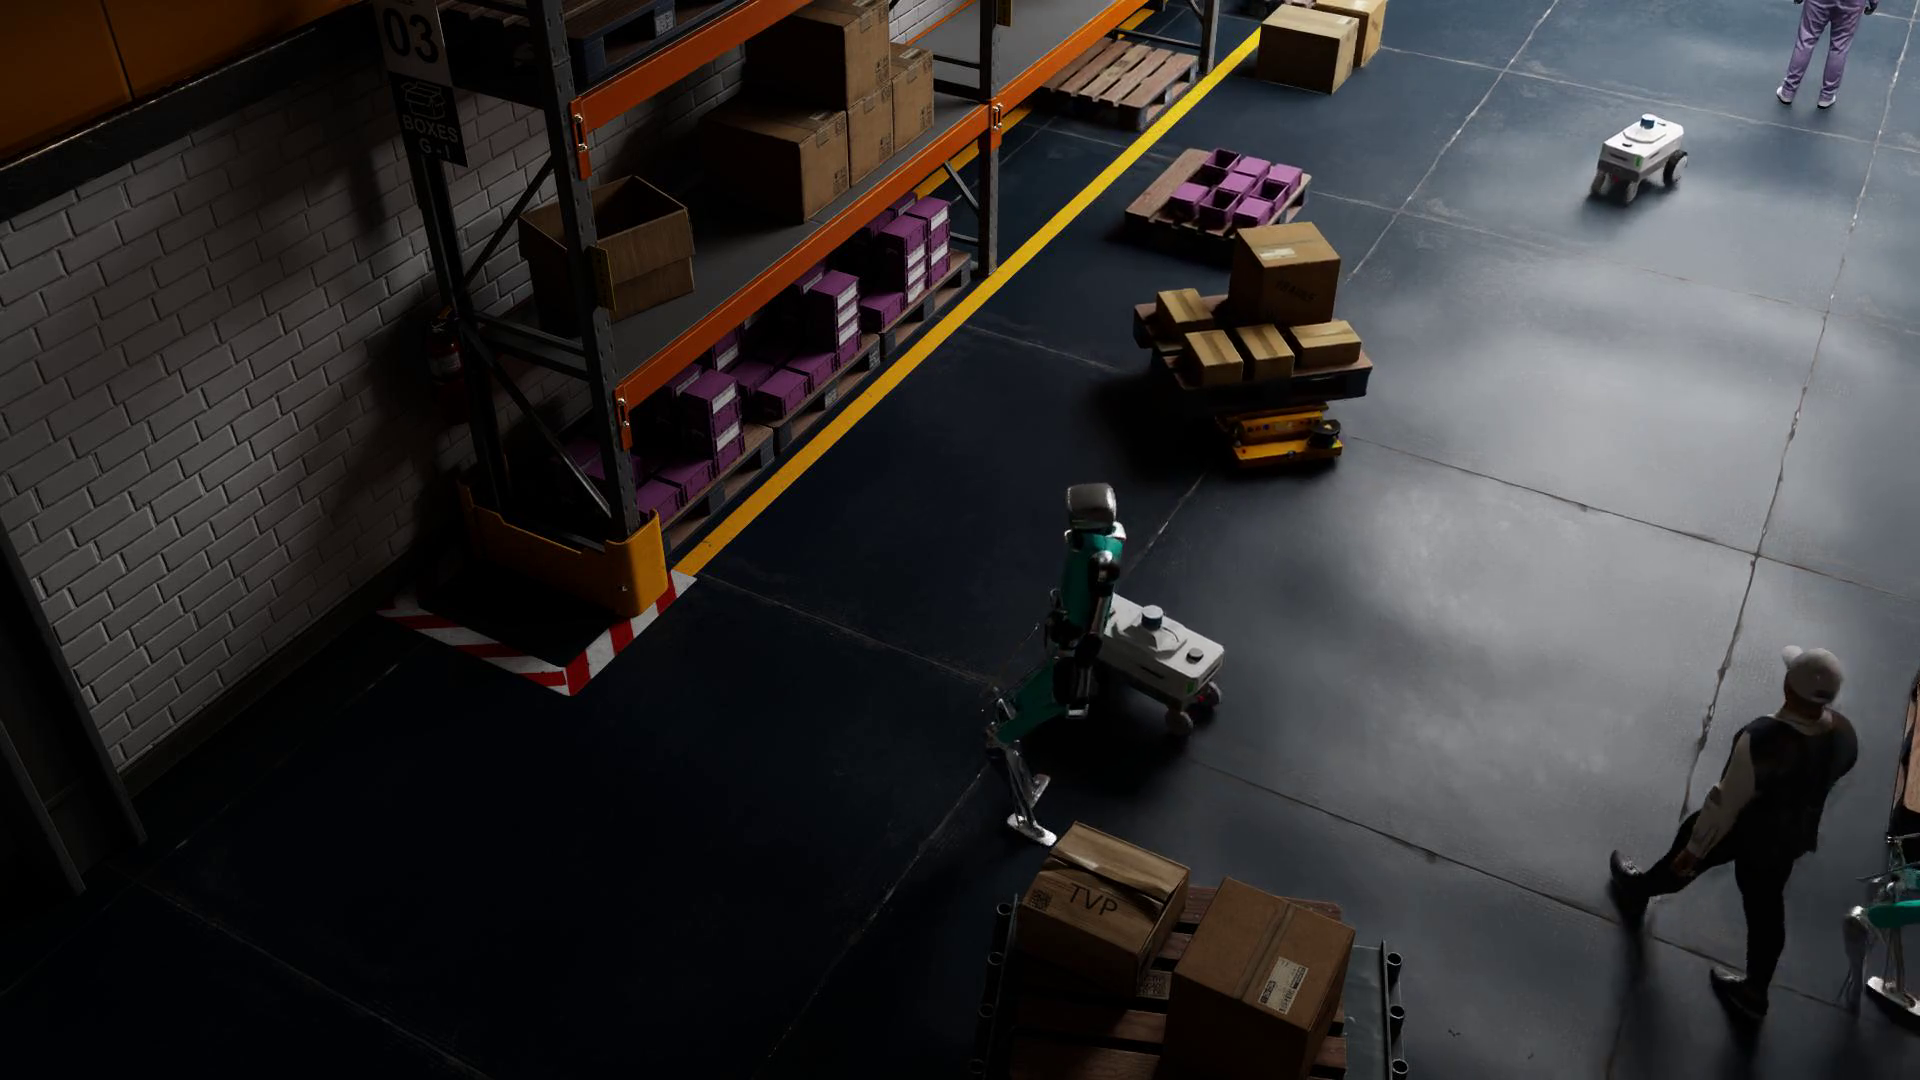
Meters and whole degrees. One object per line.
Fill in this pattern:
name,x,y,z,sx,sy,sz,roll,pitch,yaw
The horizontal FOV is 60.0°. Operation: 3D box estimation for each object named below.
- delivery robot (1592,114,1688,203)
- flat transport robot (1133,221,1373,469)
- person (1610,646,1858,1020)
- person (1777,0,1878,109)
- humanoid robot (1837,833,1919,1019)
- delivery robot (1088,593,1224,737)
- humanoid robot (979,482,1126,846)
delivery robot,5.191,-2.946,12.686,0.809,0.611,0.499,-31,48,-33
flat transport robot,1.821,-0.954,10.413,0.659,0.231,1.431,-8,39,-10
person,3.158,1.100,6.693,0.761,1.696,0.923,-11,40,-13
person,7.126,-4.458,13.484,0.650,1.906,0.405,14,41,17
humanoid robot,3.882,1.254,6.508,0.550,1.820,0.717,-23,44,-26
delivery robot,0.926,0.577,8.274,0.802,0.600,0.499,26,46,29
humanoid robot,0.329,0.546,7.346,0.735,1.757,0.622,-2,39,-3
